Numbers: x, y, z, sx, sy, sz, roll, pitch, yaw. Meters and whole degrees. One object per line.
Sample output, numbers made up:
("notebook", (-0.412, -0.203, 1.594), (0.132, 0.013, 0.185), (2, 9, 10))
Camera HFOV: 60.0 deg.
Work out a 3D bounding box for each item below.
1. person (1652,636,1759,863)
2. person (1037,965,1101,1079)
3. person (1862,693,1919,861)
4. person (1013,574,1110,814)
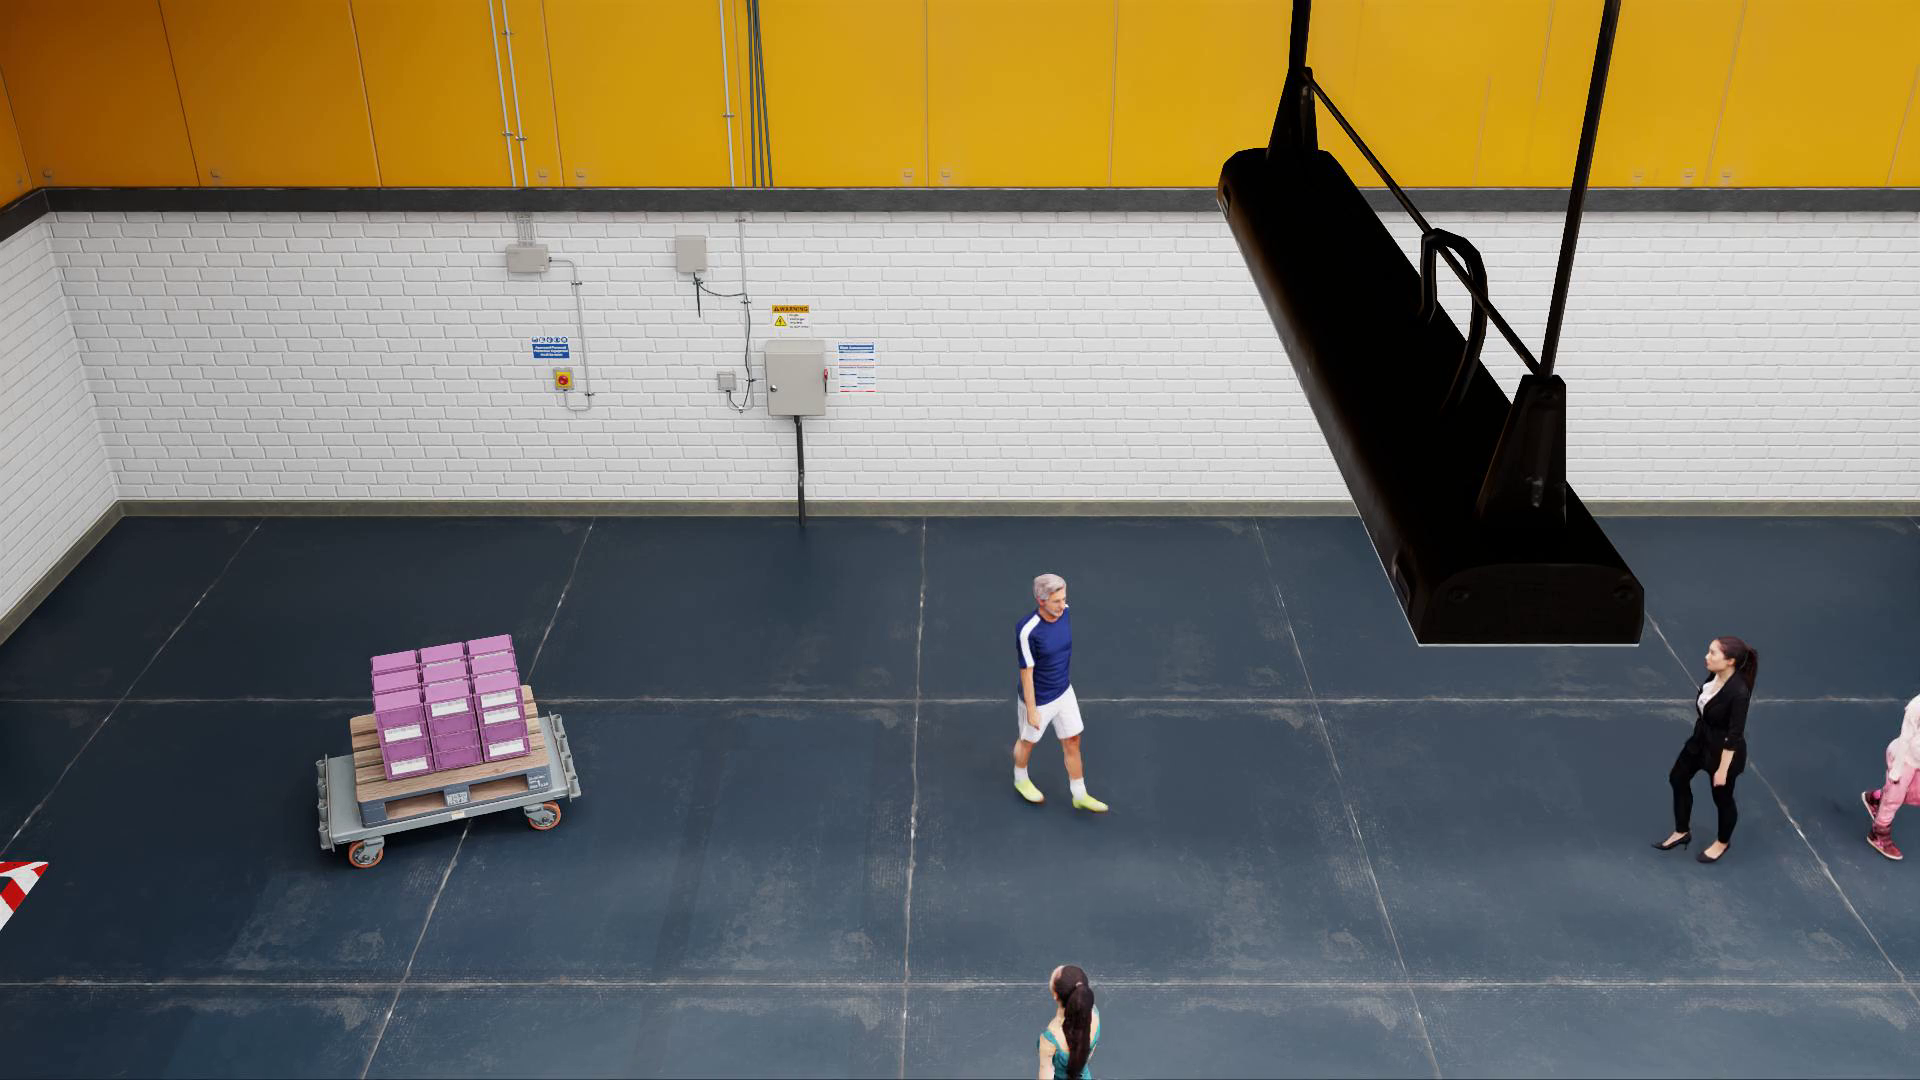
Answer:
("person", (4.882, 1.337, 10.580), (0.782, 1.635, 0.641), (-3, 29, -5))
("person", (0.555, 2.757, 7.958), (0.935, 1.653, 1.058), (-20, 34, -32))
("person", (6.087, 1.365, 10.736), (0.665, 1.436, 0.766), (-10, 30, -17))
("person", (0.498, 0.977, 11.057), (1.018, 1.811, 1.081), (-25, 37, -38))
